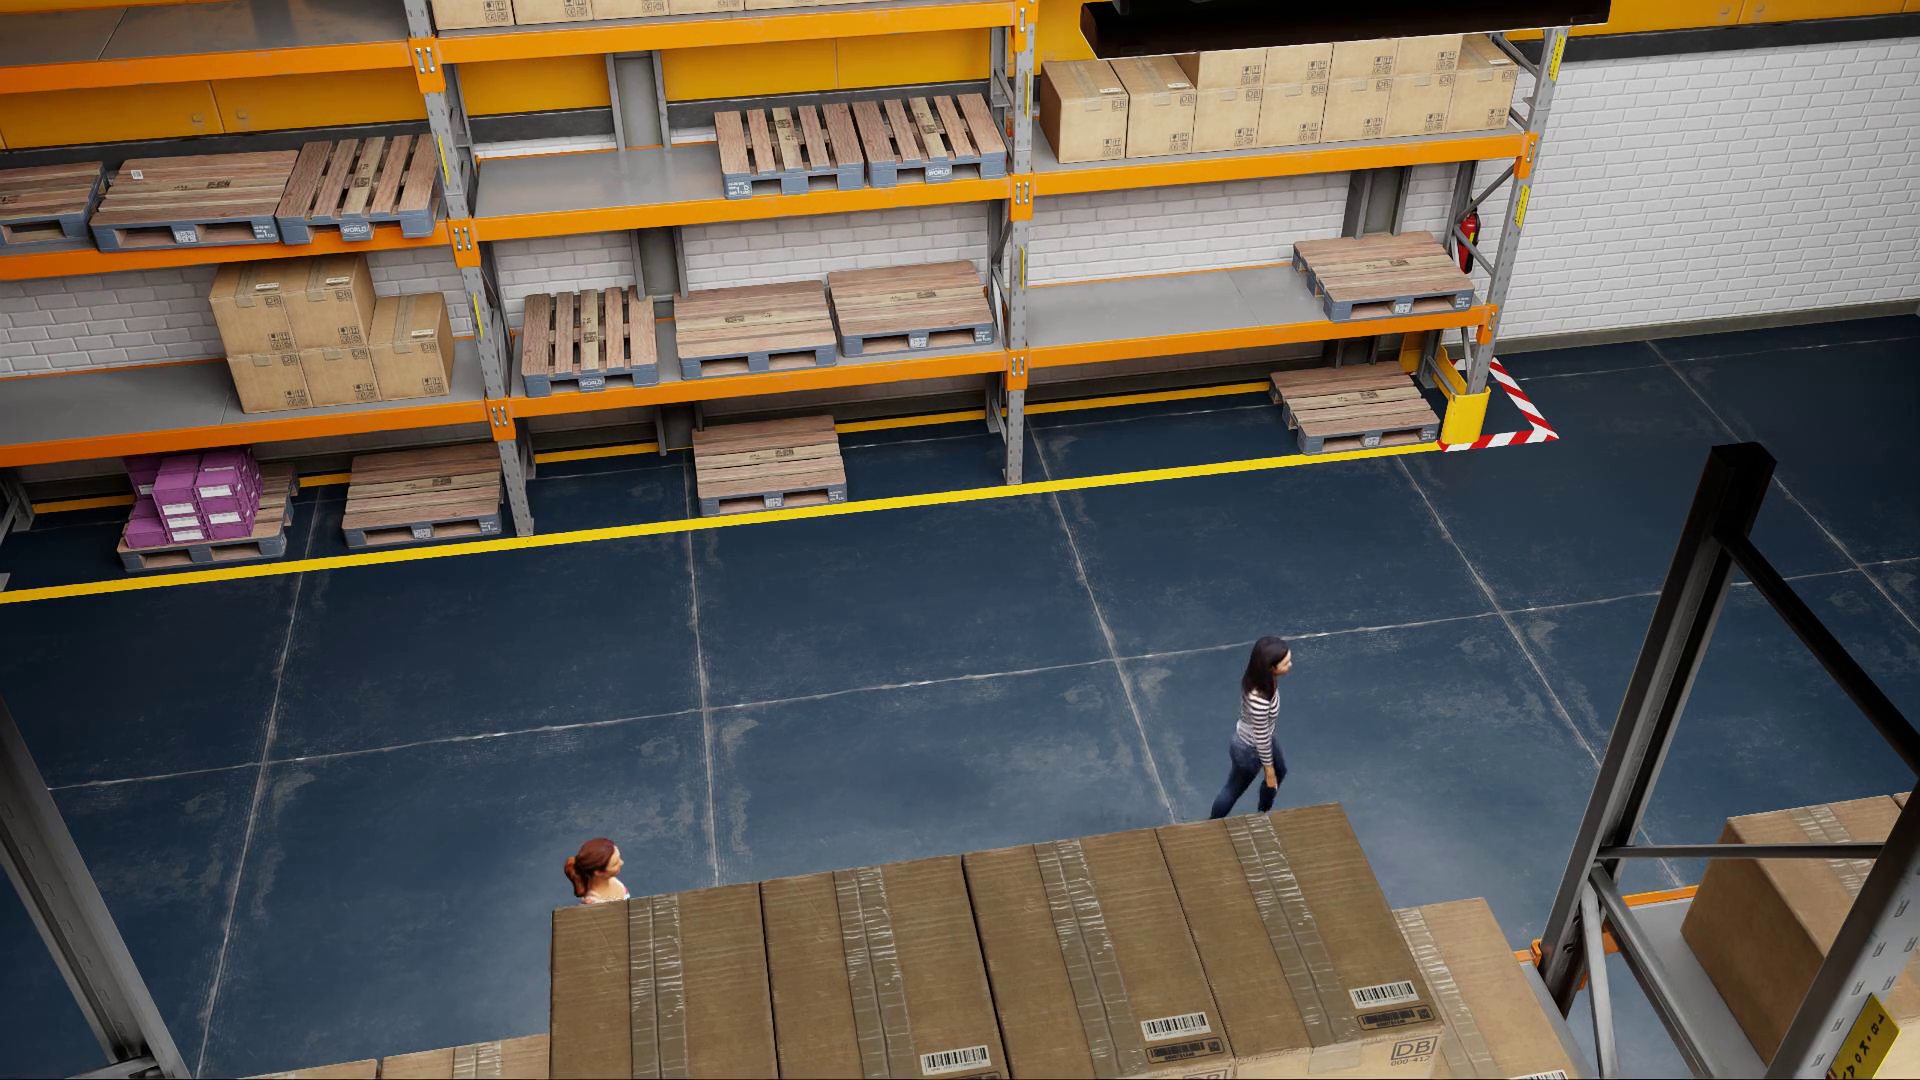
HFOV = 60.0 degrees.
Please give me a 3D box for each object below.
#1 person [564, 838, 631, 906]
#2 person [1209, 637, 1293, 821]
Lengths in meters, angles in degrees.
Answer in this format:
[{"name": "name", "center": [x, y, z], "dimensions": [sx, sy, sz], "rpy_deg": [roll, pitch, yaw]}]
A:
[{"name": "person", "center": [-1.998, 2.271, 9.023], "dimensions": [0.917, 1.766, 0.656], "rpy_deg": [-3, 39, -3]}, {"name": "person", "center": [1.702, 1.285, 10.252], "dimensions": [0.844, 1.773, 0.743], "rpy_deg": [7, 39, 9]}]
